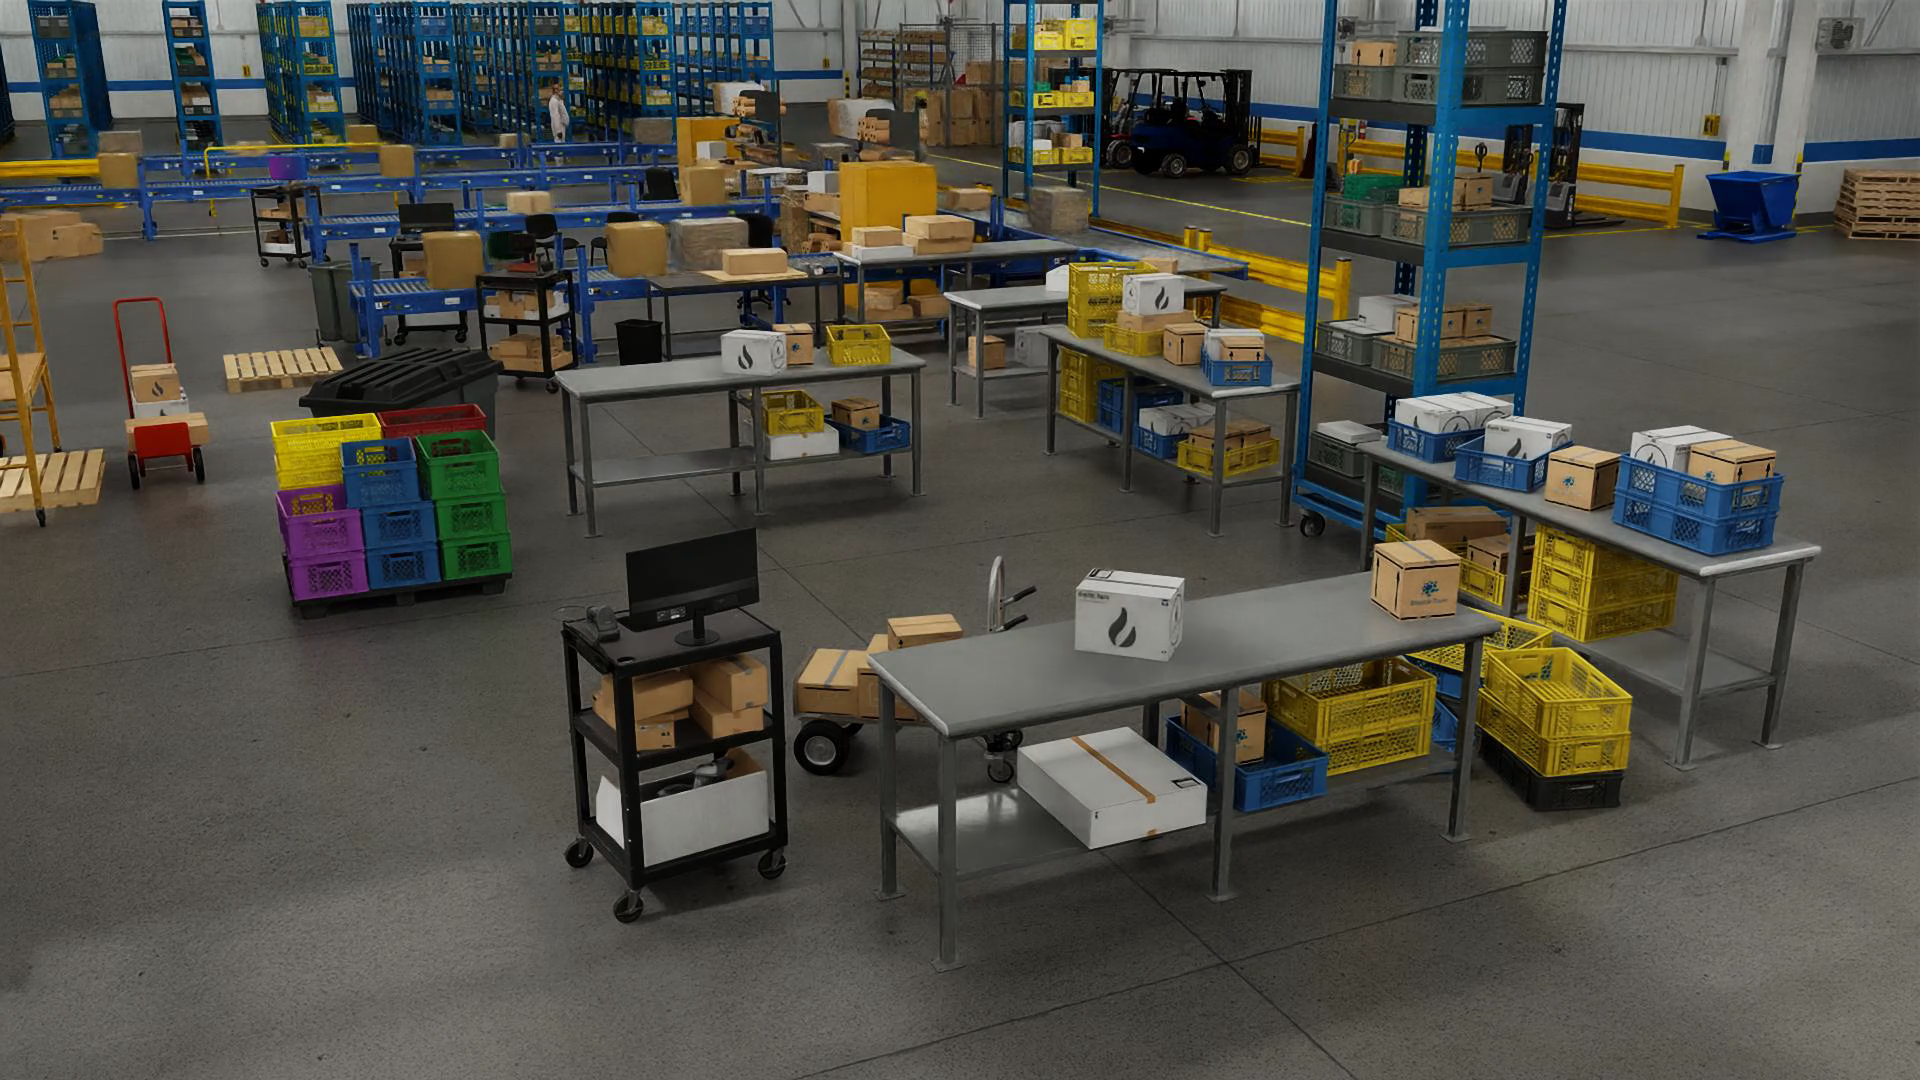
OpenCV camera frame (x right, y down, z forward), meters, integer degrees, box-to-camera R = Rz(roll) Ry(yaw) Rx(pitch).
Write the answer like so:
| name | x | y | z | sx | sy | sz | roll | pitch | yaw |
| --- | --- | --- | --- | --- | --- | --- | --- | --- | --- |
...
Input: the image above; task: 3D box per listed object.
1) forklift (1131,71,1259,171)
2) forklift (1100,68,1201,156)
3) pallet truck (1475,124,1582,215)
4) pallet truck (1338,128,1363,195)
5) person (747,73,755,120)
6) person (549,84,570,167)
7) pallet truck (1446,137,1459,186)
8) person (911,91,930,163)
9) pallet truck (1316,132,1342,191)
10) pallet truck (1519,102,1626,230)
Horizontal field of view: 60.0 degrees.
| name | x | y | z | sx | sy | sz | roll | pitch | yaw |
| --- | --- | --- | --- | --- | --- | --- | --- | --- | --- |
| forklift | 4.998 | -8.936 | 35.413 | 2.680 | 1.987 | 1.157 | -9 | 20 | -25 |
| forklift | 4.082 | -9.564 | 37.410 | 2.680 | 1.987 | 1.157 | -8 | 19 | -23 |
| pallet truck | 9.707 | -6.455 | 28.103 | 1.885 | 1.965 | 0.823 | -7 | 19 | -20 |
| pallet truck | 7.845 | -7.140 | 31.411 | 1.522 | 1.261 | 0.704 | -9 | 20 | -25 |
| person | -5.864 | -12.612 | 47.812 | 0.882 | 1.816 | 0.579 | -15 | 23 | -38 |
| person | -8.523 | -8.750 | 35.479 | 0.409 | 1.907 | 0.651 | -3 | 18 | -11 |
| pallet truck | 9.184 | -6.485 | 29.328 | 1.630 | 1.274 | 0.653 | -8 | 19 | -23 |
| person | -0.811 | -8.278 | 34.133 | 0.424 | 1.815 | 0.621 | 4 | 18 | 12 |
| pallet truck | 7.723 | -7.504 | 32.656 | 1.601 | 1.201 | 0.680 | -8 | 19 | -23 |
| pallet truck | 9.972 | -6.037 | 26.785 | 1.885 | 1.965 | 0.823 | -9 | 20 | -25 |
